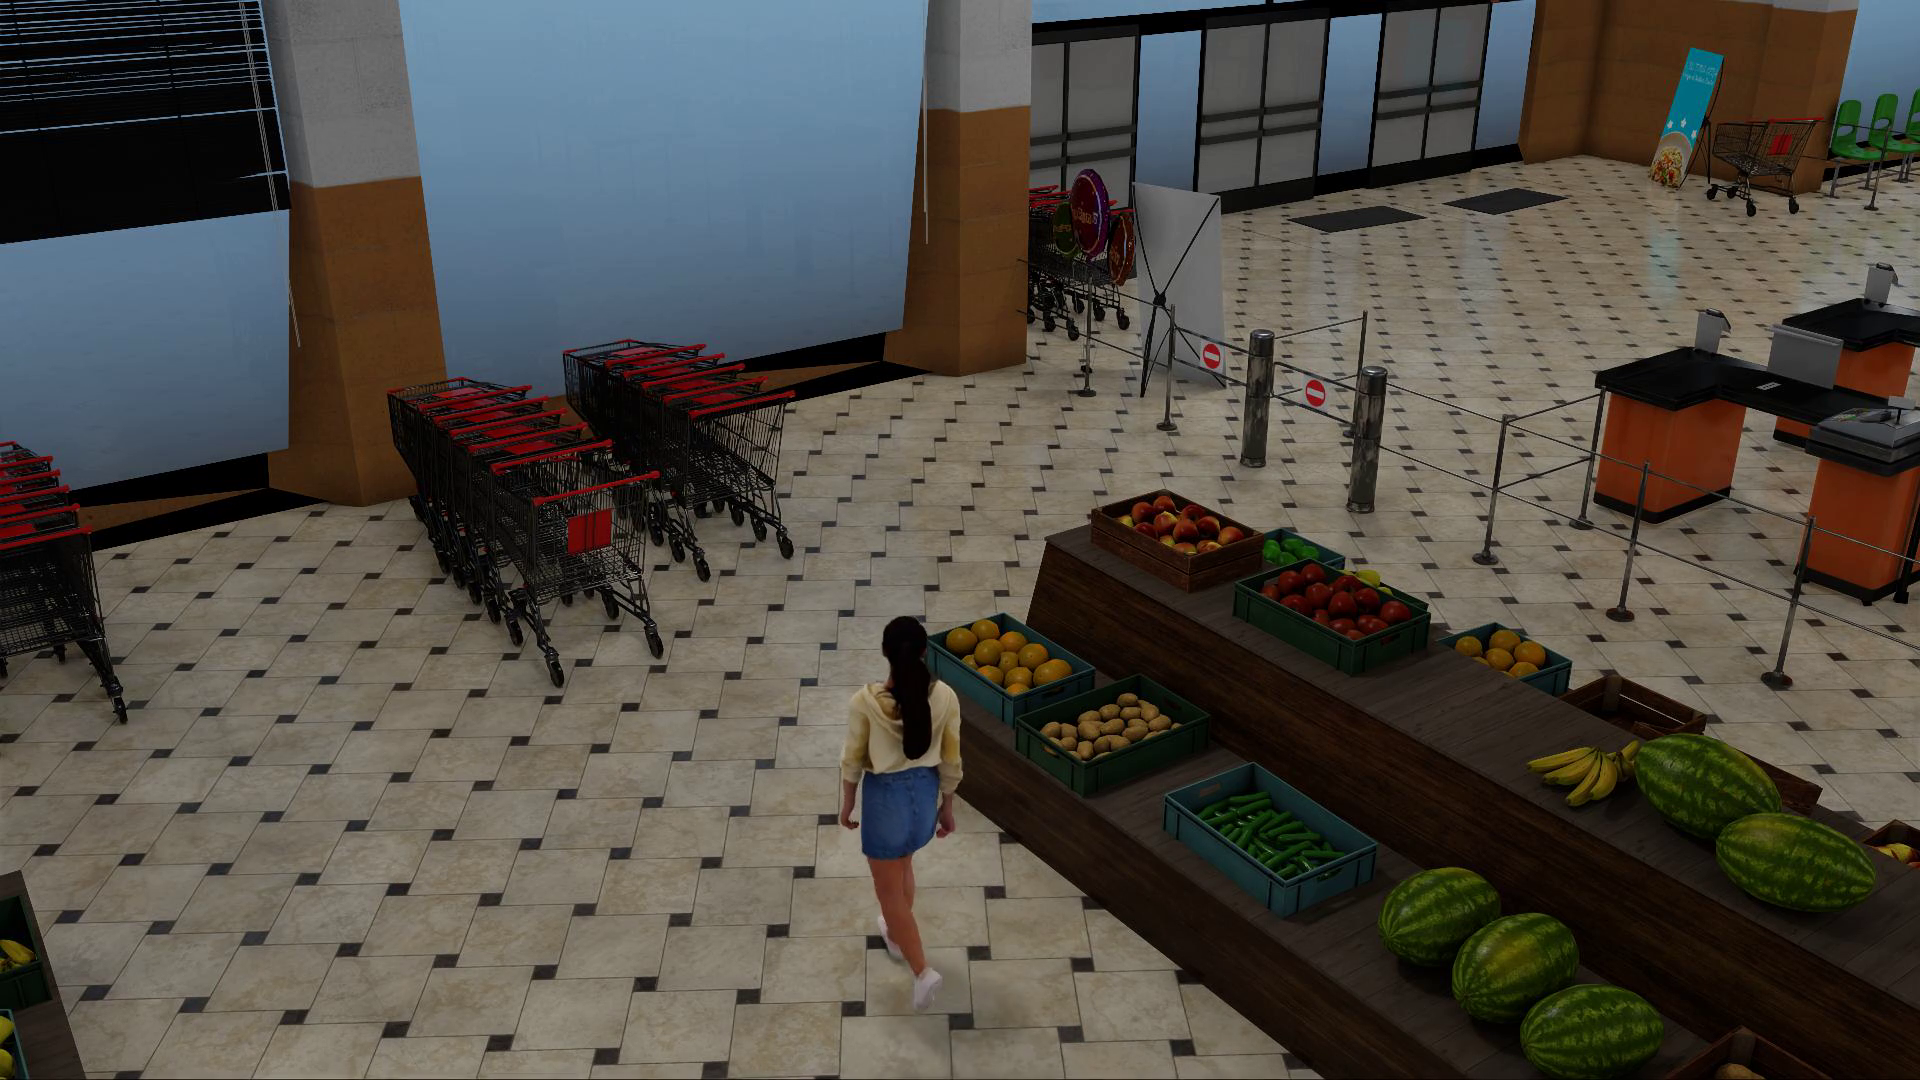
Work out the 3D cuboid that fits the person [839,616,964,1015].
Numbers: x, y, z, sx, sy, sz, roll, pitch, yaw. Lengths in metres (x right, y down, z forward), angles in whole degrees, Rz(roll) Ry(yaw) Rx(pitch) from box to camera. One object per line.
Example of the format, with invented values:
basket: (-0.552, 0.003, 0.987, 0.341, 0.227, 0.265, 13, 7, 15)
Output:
person: (-0.213, 1.101, 6.568, 0.801, 1.609, 1.077, -9, 25, -19)
